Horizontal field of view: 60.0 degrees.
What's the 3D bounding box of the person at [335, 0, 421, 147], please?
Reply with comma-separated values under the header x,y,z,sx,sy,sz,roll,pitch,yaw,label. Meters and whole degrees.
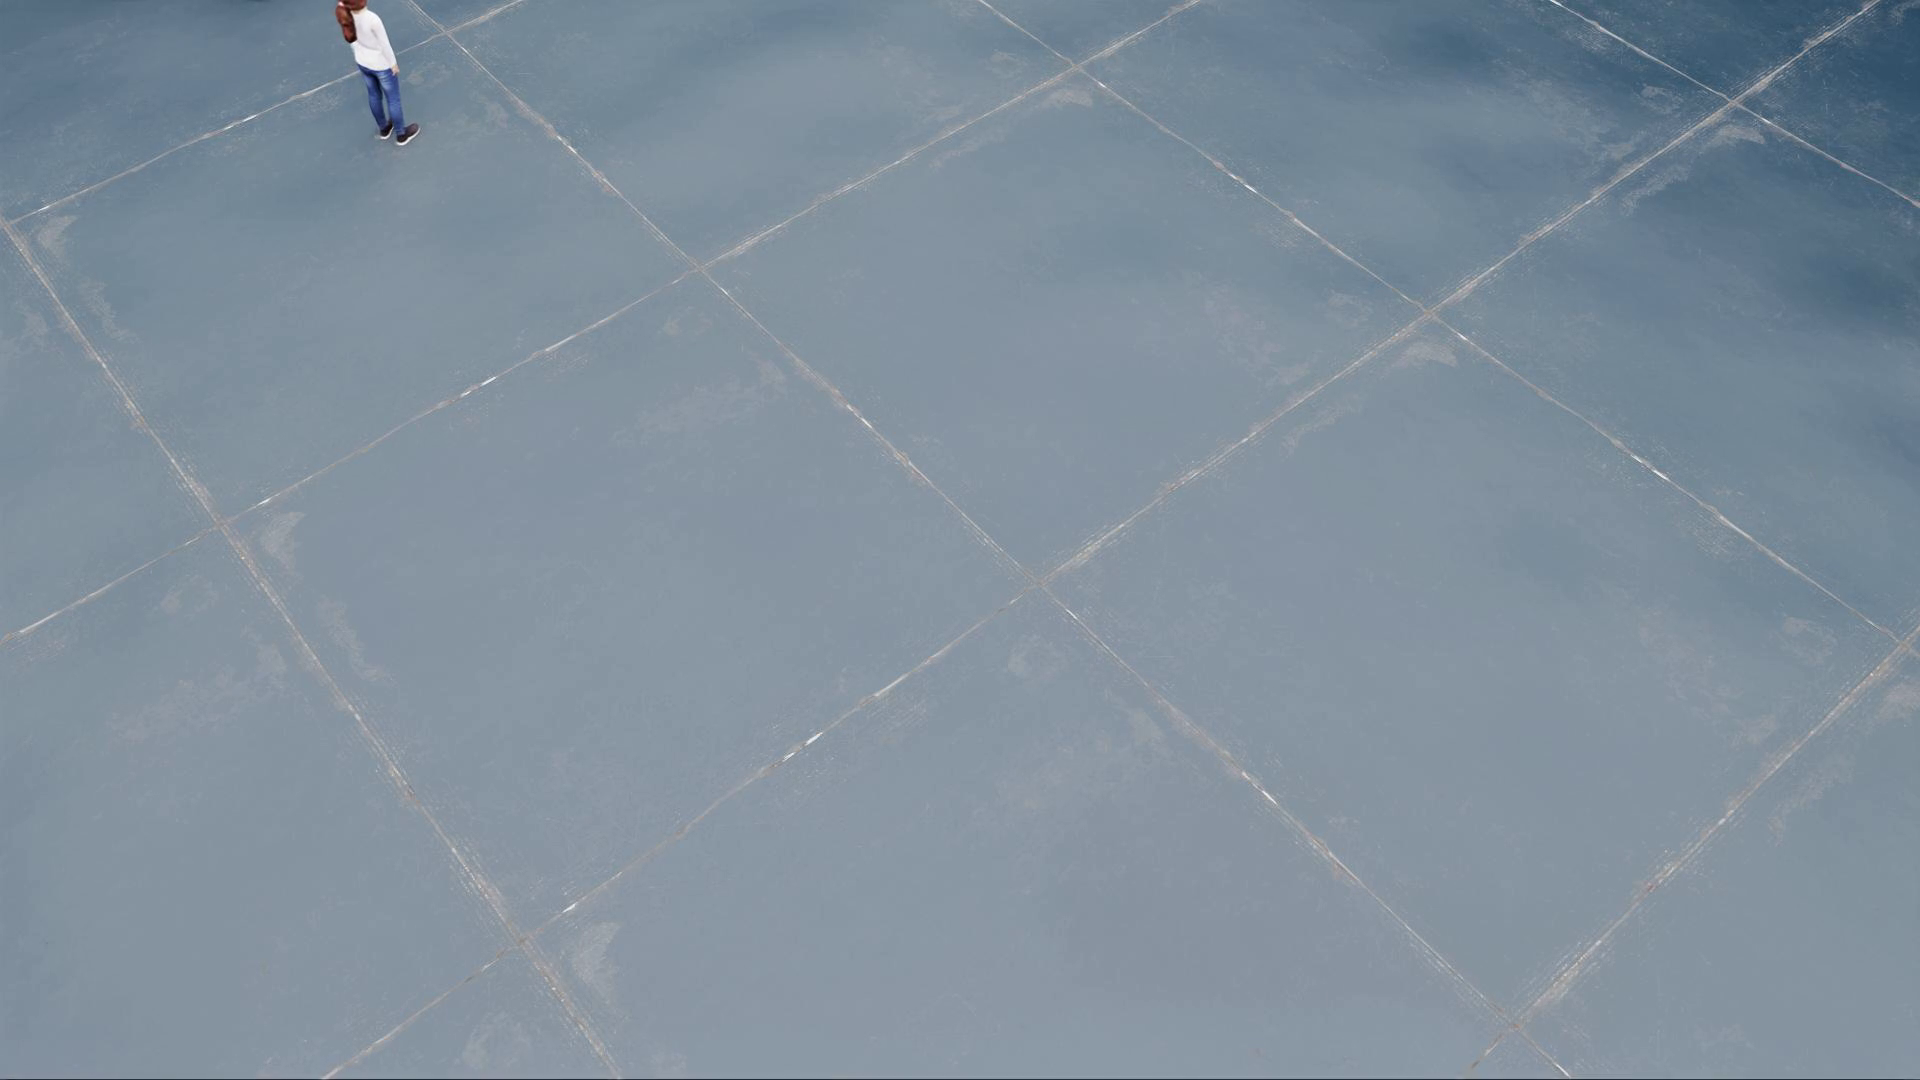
x,y,z,sx,sy,sz,roll,pitch,yaw,label
-3.561,-2.917,10.100,0.513,1.108,0.552,19,55,14,person
